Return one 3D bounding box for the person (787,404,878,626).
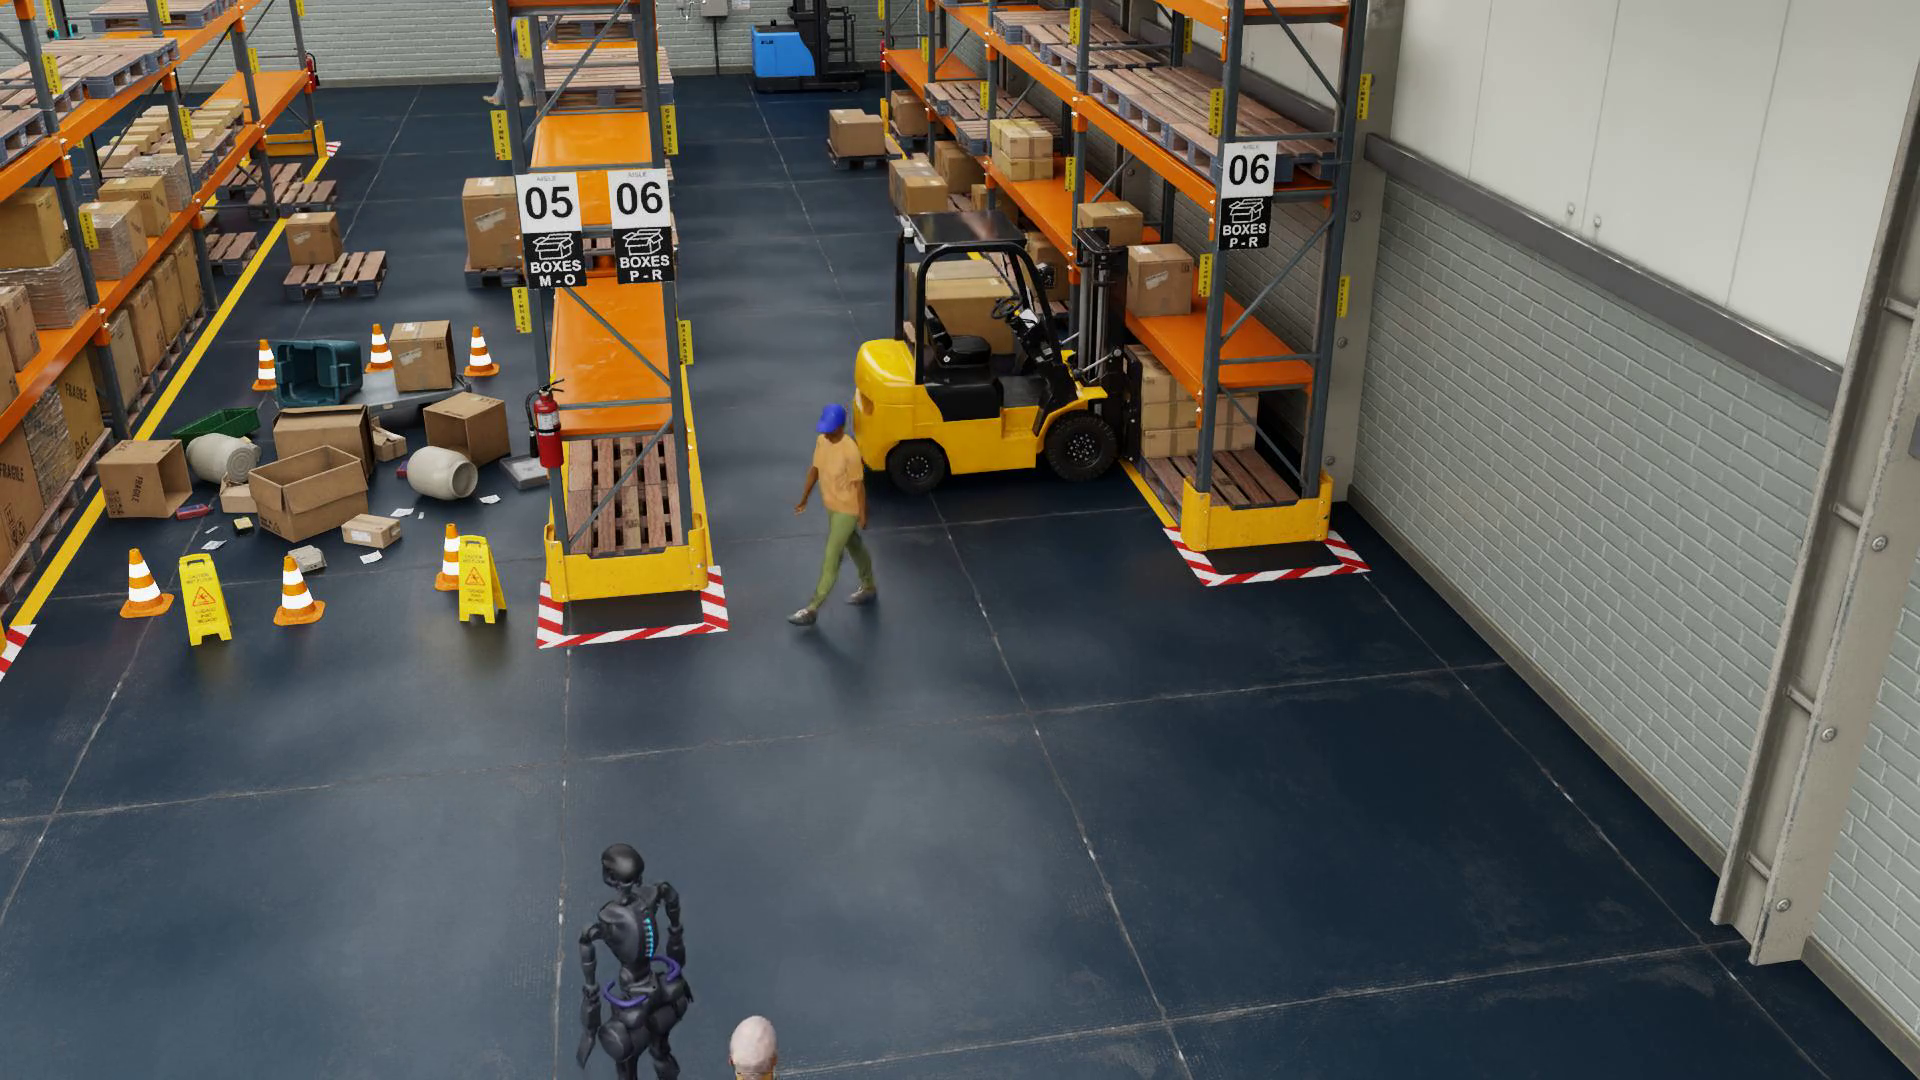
[{"bbox_3d":[-0.945,-0.199,11.917,0.911,1.667,0.471,-17,30,-31],"label":"person"}]

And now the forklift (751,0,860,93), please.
[{"bbox_3d":[-2.872,-9.679,30.288,1.873,2.768,1.129,-5,26,-10],"label":"forklift"}]

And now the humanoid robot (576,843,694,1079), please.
[{"bbox_3d":[-1.413,2.030,7.275,0.323,1.653,0.610,19,32,34],"label":"humanoid robot"}]

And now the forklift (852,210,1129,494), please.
[{"bbox_3d":[0.216,-1.659,14.366,2.313,2.155,1.214,-5,26,-10],"label":"forklift"}]

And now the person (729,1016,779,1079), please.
[{"bbox_3d":[-0.710,2.502,6.129,0.572,1.811,0.900,6,26,11],"label":"person"}]

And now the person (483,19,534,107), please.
[{"bbox_3d":[-7.939,-8.423,28.944,0.895,1.759,0.627,-8,27,-16],"label":"person"}]

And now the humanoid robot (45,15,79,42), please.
[{"bbox_3d":[-14.717,-7.869,27.888,0.903,1.819,0.560,16,30,31],"label":"humanoid robot"}]
